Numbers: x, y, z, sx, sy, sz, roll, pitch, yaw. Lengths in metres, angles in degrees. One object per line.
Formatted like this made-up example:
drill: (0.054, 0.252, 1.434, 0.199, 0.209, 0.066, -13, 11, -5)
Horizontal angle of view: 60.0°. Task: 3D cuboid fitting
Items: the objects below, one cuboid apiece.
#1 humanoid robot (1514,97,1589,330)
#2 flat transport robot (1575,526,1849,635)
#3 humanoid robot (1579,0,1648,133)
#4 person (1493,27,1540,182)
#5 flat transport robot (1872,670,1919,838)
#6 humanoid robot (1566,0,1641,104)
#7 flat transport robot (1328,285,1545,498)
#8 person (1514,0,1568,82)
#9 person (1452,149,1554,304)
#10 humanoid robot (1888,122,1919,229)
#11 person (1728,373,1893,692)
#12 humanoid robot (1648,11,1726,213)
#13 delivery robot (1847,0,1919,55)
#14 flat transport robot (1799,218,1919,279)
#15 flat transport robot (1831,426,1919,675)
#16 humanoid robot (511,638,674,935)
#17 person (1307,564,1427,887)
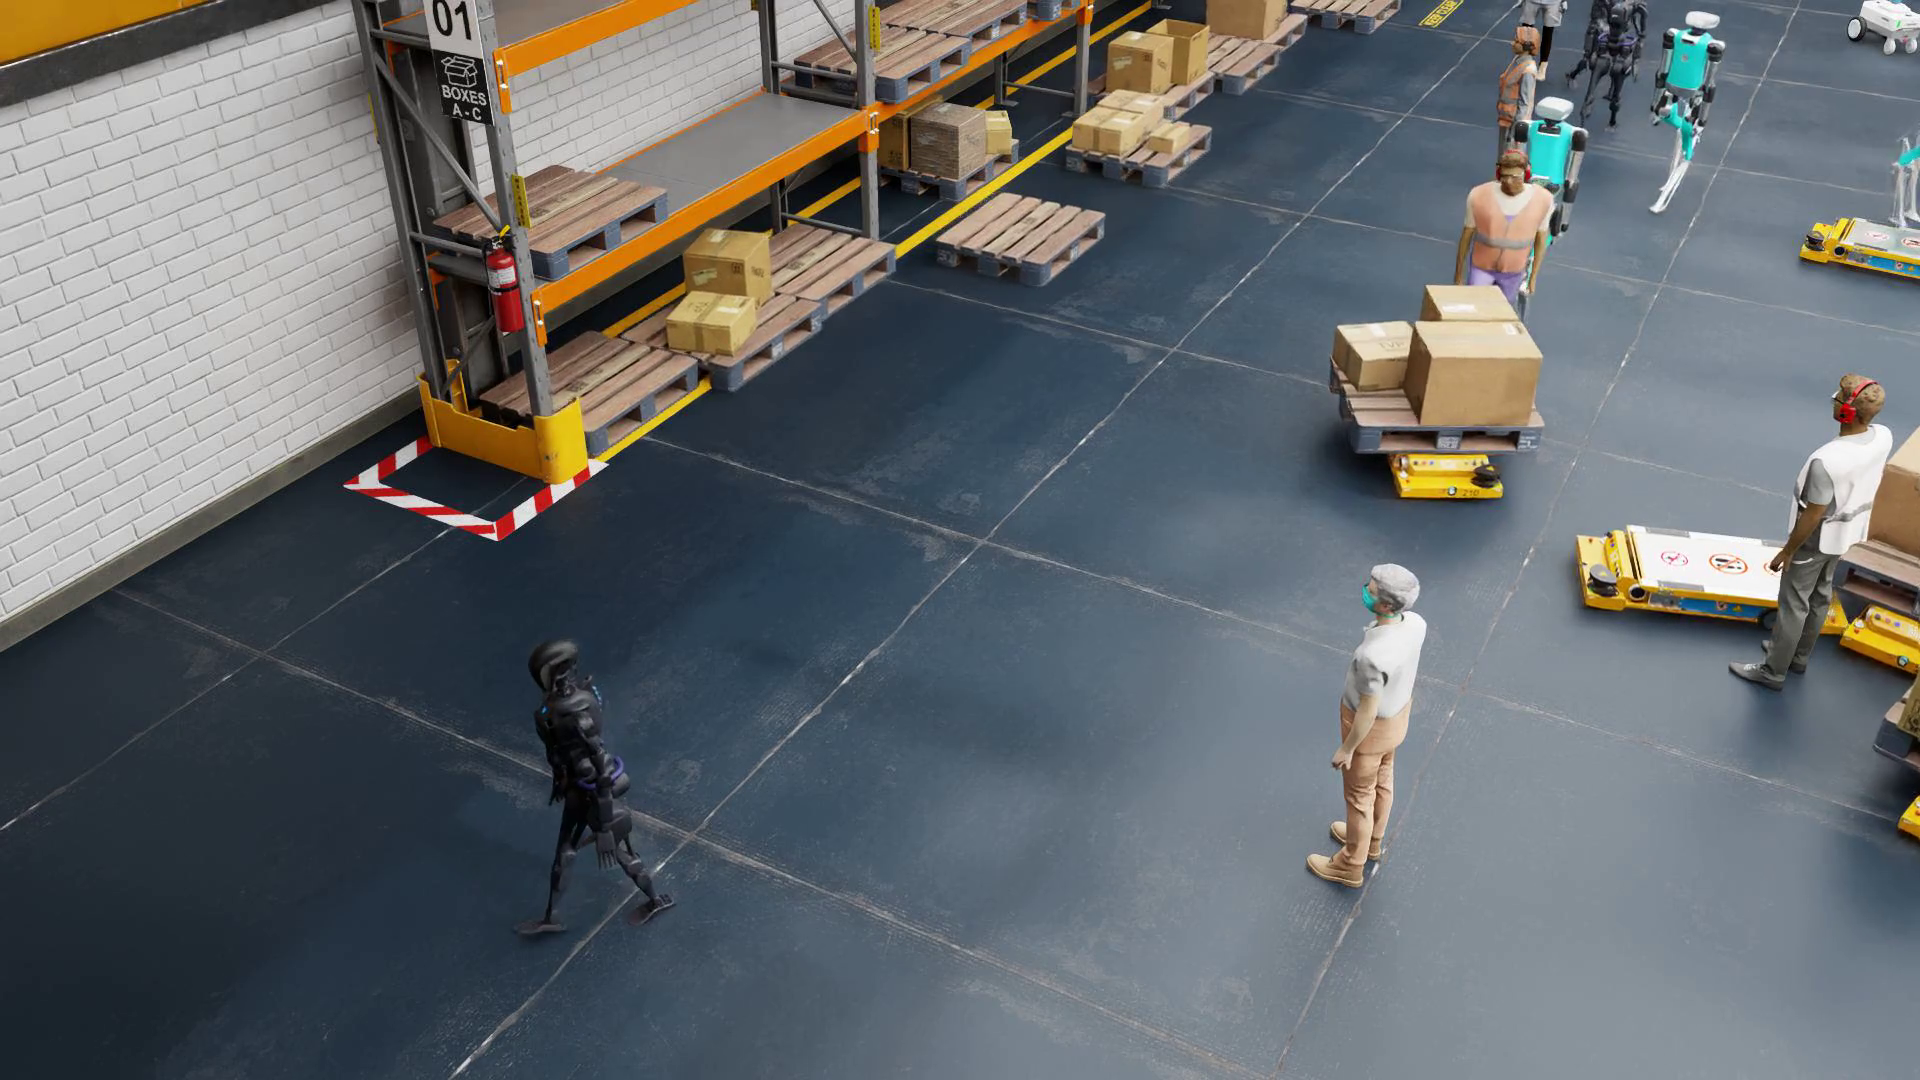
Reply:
humanoid robot: (4.196, -2.294, 12.360, 0.547, 1.835, 0.795, 21, 39, 28)
flat transport robot: (4.417, 0.226, 9.806, 1.431, 0.231, 0.659, 7, 34, 10)
humanoid robot: (6.263, -4.642, 15.944, 0.583, 1.629, 0.786, 22, 39, 29)
person: (4.769, -3.613, 14.369, 0.307, 1.640, 0.511, 3, 34, 4)
flat transport robot: (5.330, 1.202, 8.329, 1.431, 0.231, 0.659, -28, 43, -35)
humanoid robot: (6.665, -5.352, 17.009, 0.600, 1.633, 0.747, -10, 35, -15)
flat transport robot: (3.160, -0.727, 11.248, 0.659, 0.231, 1.431, 0, 33, 0)
person: (6.115, -5.671, 17.430, 0.539, 1.697, 0.317, 16, 37, 22)
person: (3.749, -1.885, 11.619, 0.573, 1.799, 0.666, 3, 34, 5)
humanoid robot: (8.319, -3.535, 14.136, 0.541, 1.747, 0.725, -11, 35, -17)
person: (4.516, -0.012, 8.736, 0.562, 1.846, 0.391, -21, 39, -29)
humanoid robot: (6.353, -3.755, 14.510, 0.921, 1.767, 0.547, -26, 41, -34)
delivery robot: (10.429, -5.806, 18.691, 0.499, 0.614, 0.808, -5, 34, -8)
flat transport robot: (7.771, -2.361, 13.719, 1.431, 0.231, 0.659, 20, 38, 27)
flat transport robot: (5.684, 0.360, 9.604, 0.659, 0.231, 1.431, 27, 42, 34)
humanoid robot: (-1.648, 1.121, 7.204, 0.740, 1.629, 0.586, -23, 40, -30)
person: (1.858, 0.836, 7.540, 0.320, 1.750, 0.482, 23, 40, 31)
